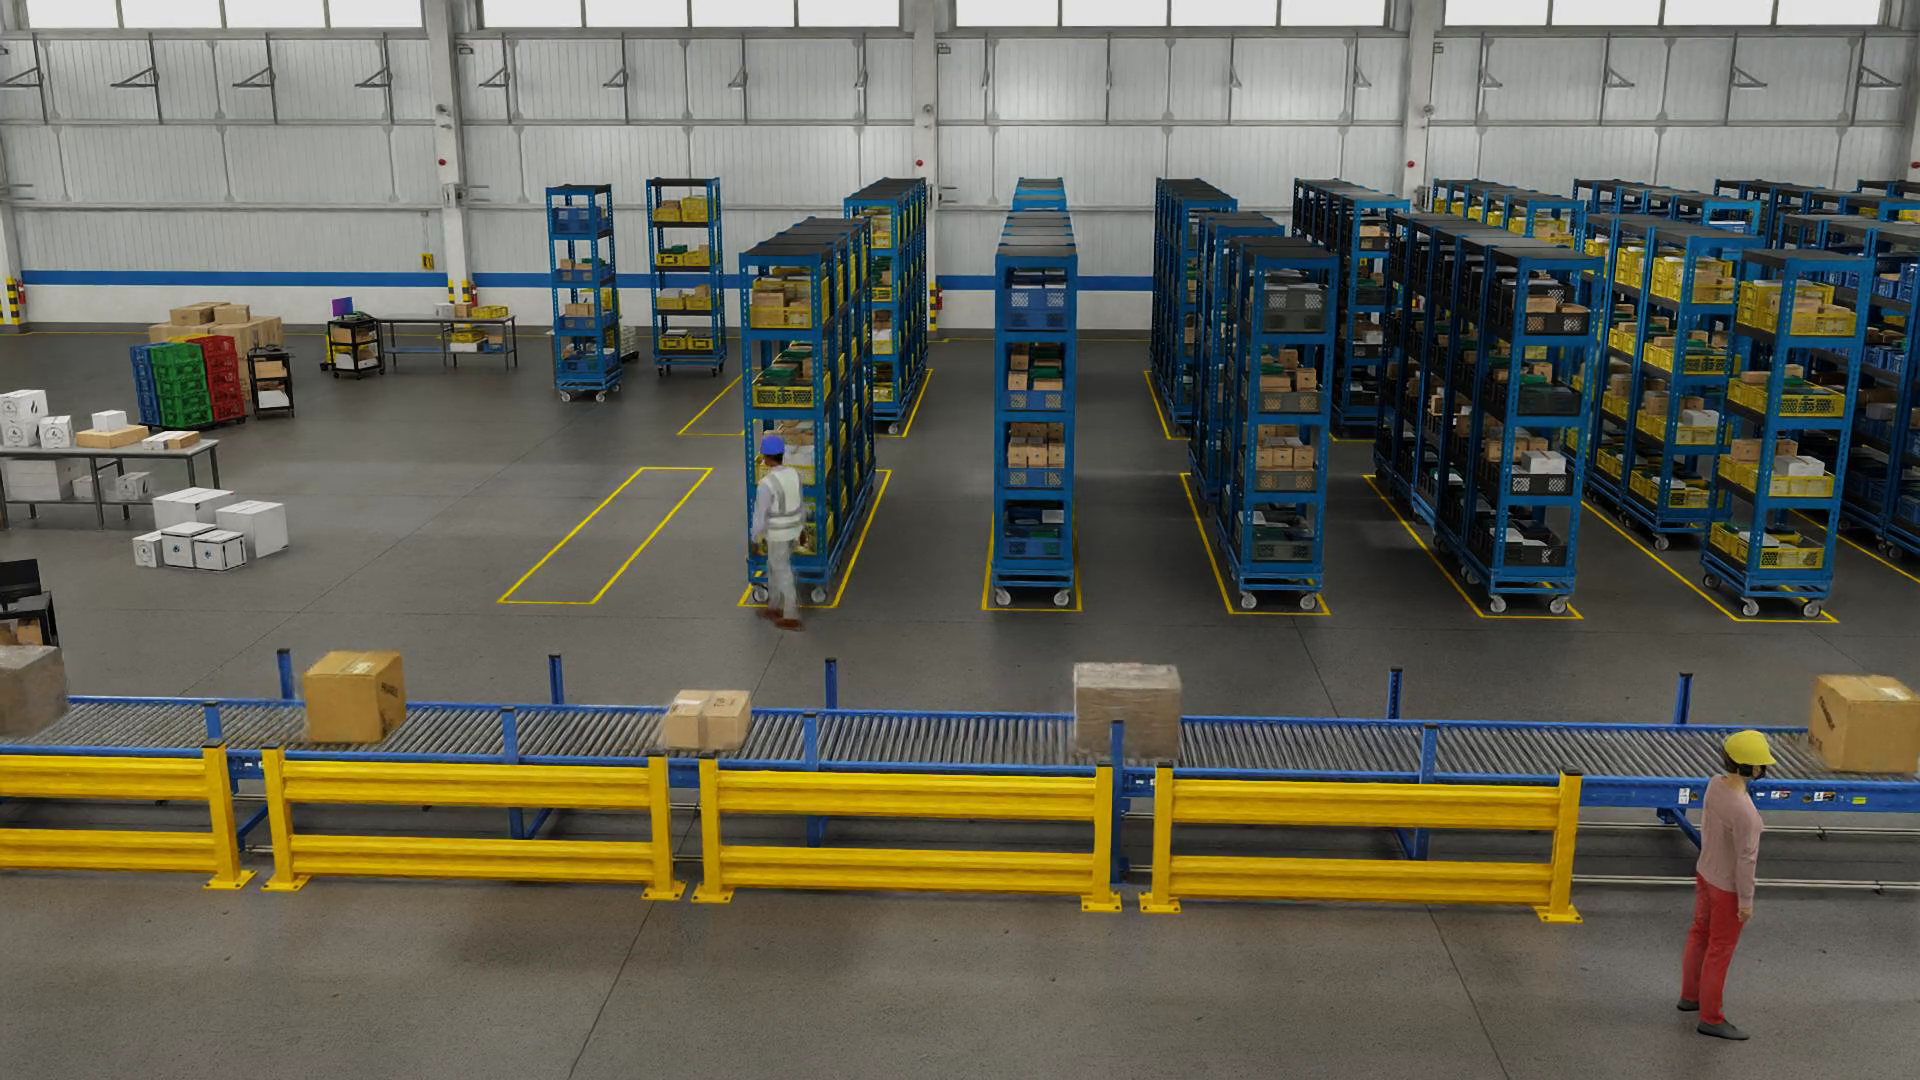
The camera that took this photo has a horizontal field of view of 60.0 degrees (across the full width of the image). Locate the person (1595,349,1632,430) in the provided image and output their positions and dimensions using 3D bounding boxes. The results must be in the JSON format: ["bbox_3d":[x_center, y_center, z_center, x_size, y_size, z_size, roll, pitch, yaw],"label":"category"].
[{"bbox_3d":[9.735,-2.310,24.774,0.623,1.764,0.905,10,18,34],"label":"person"}]

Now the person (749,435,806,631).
[{"bbox_3d":[-1.851,-0.076,16.165,0.757,1.920,0.645,8,17,27],"label":"person"}]

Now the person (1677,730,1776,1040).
[{"bbox_3d":[4.253,1.884,9.201,0.311,1.768,0.531,0,15,1],"label":"person"}]
